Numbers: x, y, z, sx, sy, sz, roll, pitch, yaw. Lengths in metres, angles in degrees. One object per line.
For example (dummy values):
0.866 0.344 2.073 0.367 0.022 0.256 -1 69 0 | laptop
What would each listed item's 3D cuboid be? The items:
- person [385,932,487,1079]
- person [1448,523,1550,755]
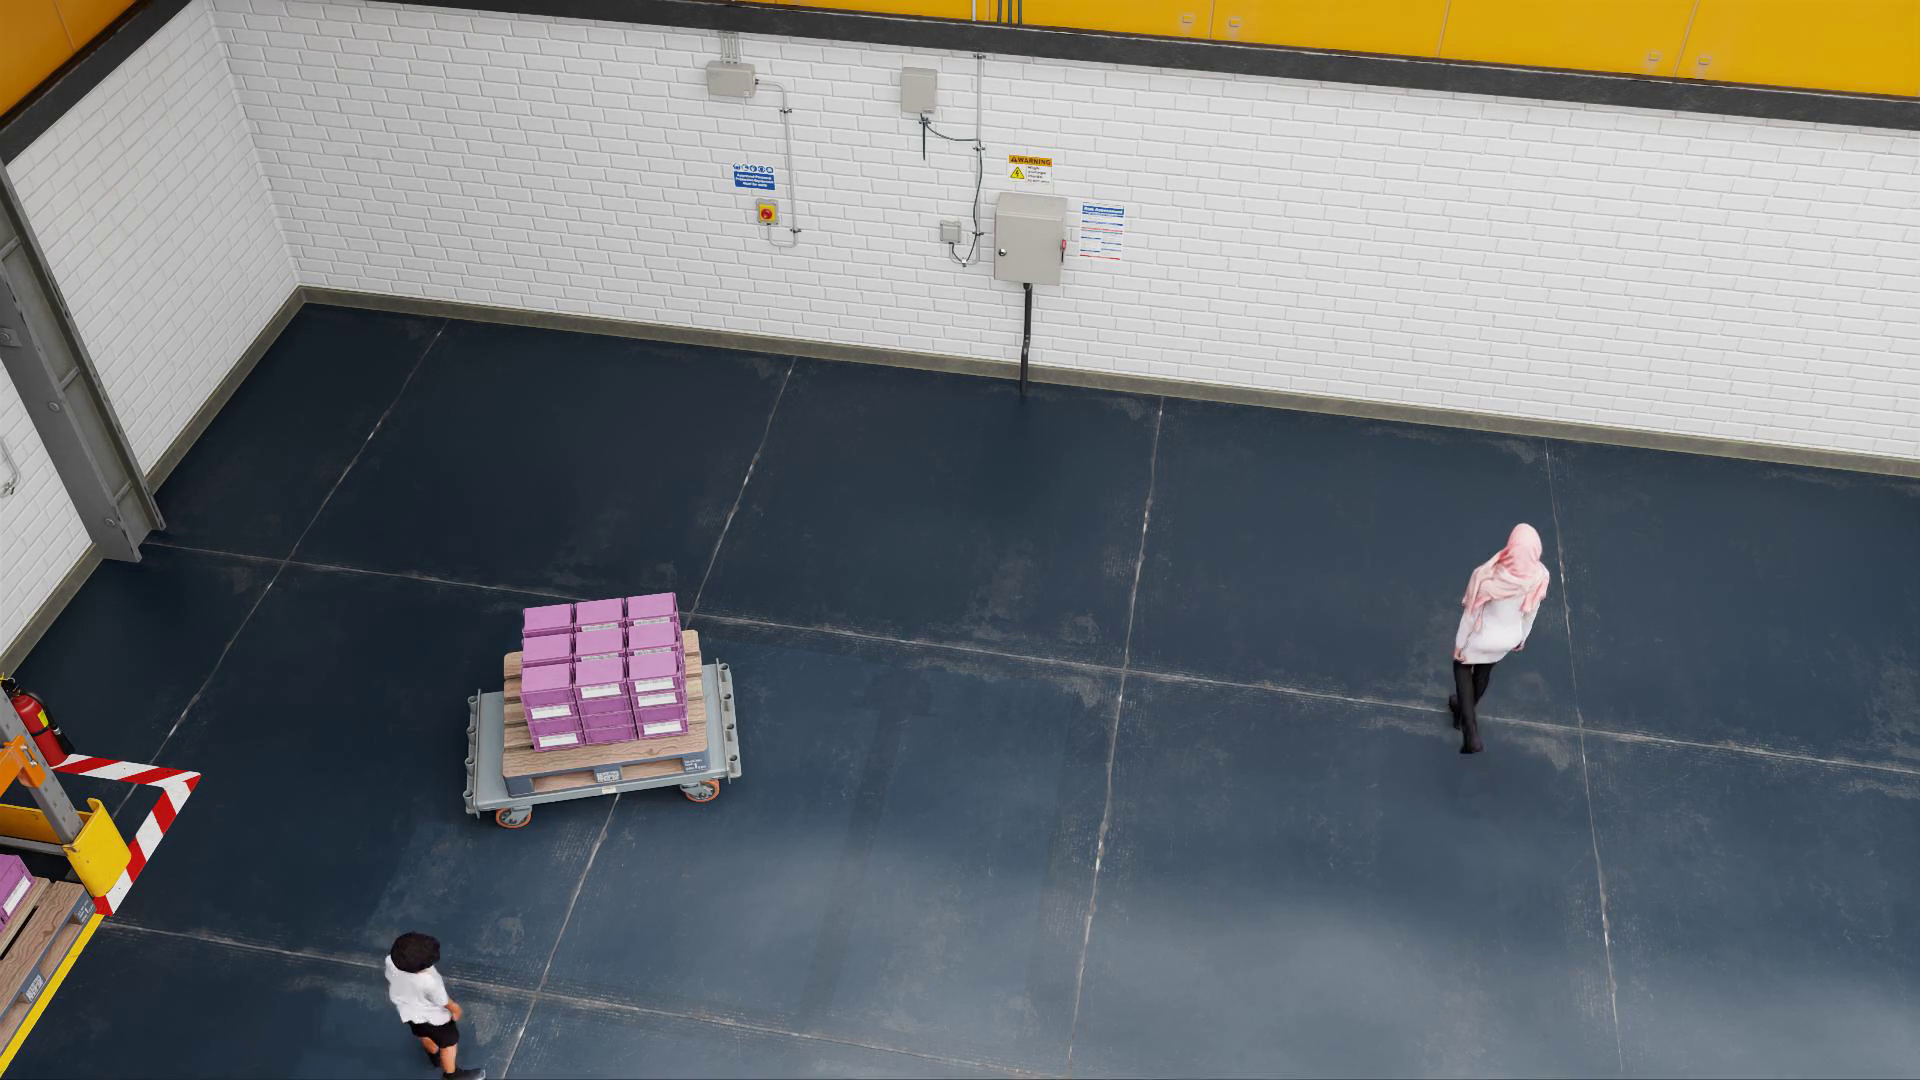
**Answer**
-2.811 2.387 8.615 0.634 1.240 0.553 4 44 5 | person
3.232 0.638 10.053 0.718 1.789 0.959 0 44 0 | person
